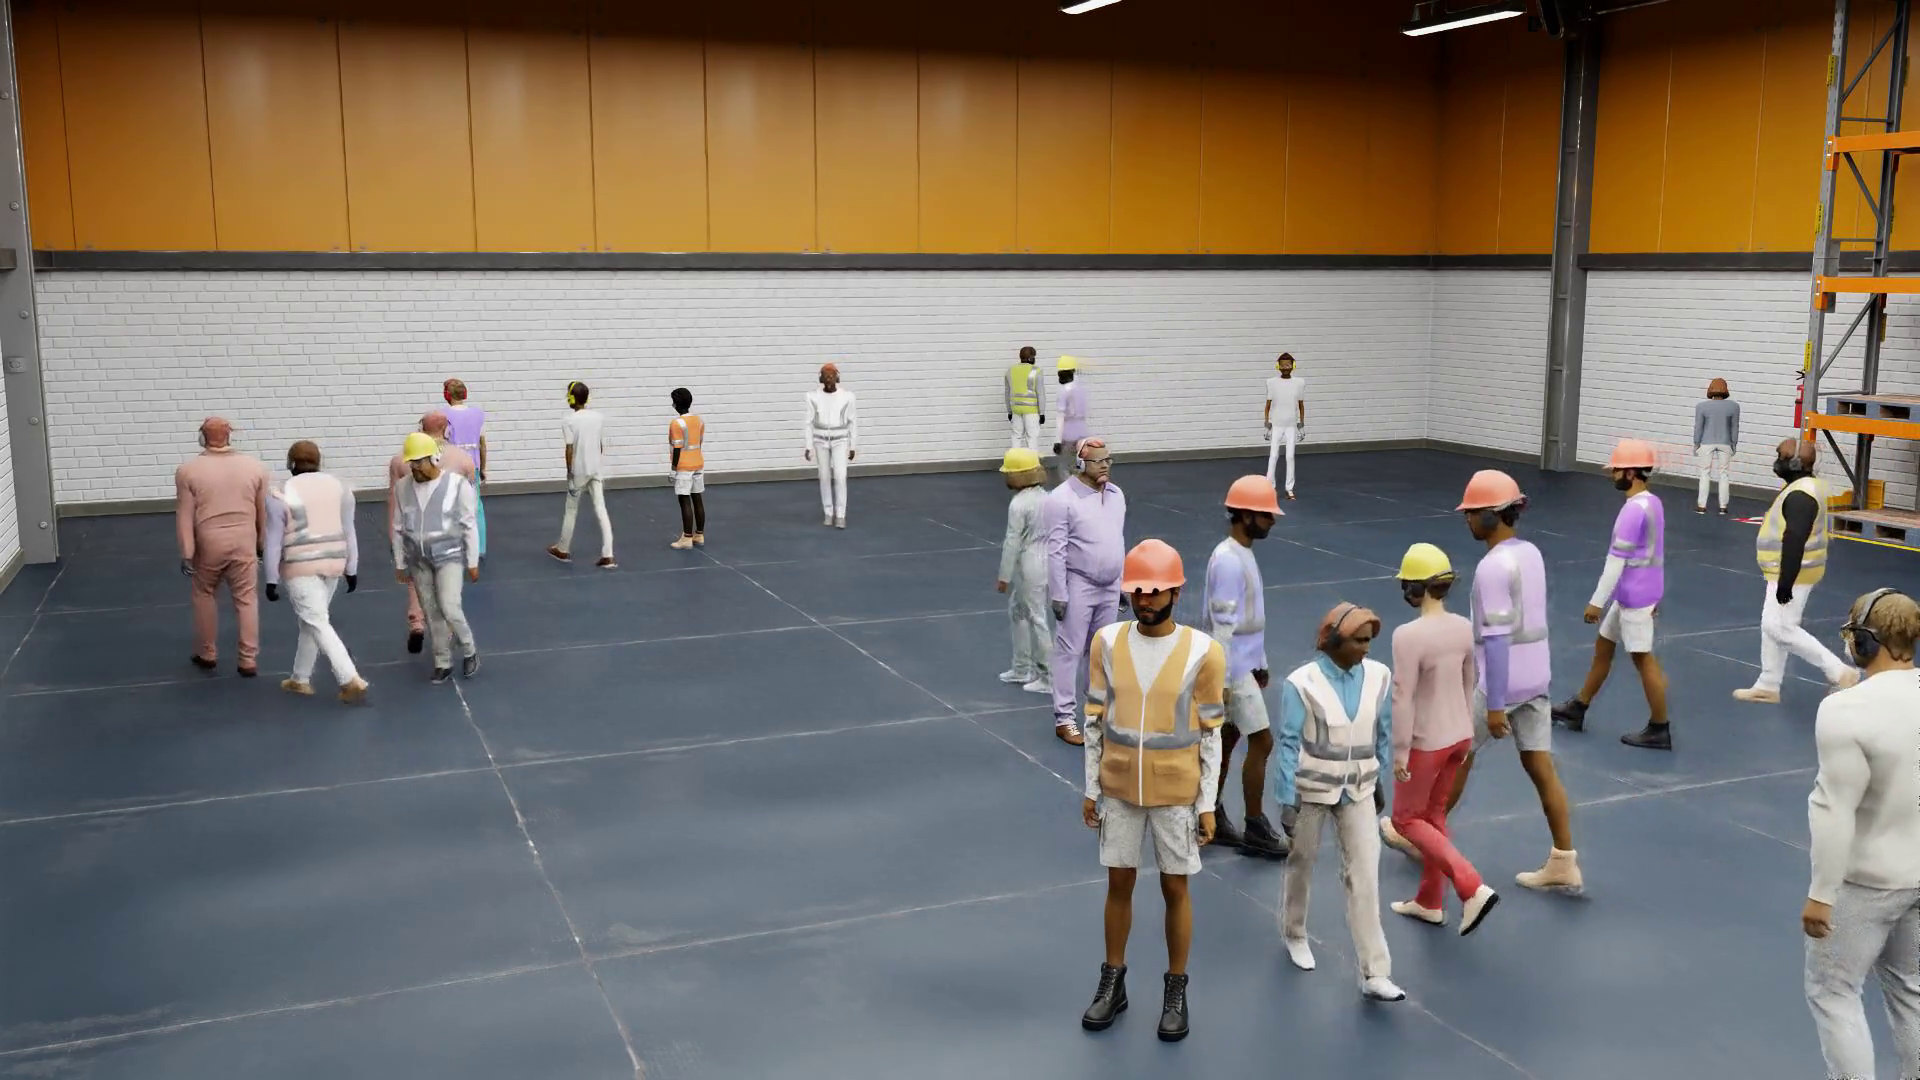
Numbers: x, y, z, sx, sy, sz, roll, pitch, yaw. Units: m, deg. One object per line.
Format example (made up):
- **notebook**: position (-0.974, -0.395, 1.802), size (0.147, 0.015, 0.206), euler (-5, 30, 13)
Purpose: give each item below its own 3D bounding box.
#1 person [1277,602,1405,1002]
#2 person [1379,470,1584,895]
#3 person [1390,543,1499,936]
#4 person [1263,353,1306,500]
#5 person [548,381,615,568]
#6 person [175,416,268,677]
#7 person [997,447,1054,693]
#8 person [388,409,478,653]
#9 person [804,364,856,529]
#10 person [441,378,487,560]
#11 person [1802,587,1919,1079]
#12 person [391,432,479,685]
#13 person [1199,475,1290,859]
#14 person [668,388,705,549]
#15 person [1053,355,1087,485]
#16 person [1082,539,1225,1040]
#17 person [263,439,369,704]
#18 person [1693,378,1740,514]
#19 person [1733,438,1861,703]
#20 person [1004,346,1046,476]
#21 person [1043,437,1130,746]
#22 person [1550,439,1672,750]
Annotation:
- **person**: position (1.547, 1.060, 6.739), size (0.543, 1.593, 0.861), euler (-2, 10, -12)
- **person**: position (2.550, 0.666, 7.951), size (1.073, 1.985, 0.644), euler (9, 13, 42)
- **person**: position (2.122, 0.893, 7.314), size (0.554, 1.741, 0.592), euler (-8, 12, -39)
- **person**: position (4.114, -1.438, 21.077), size (0.521, 1.870, 0.319), euler (1, 9, 8)
- **person**: position (-3.738, -0.649, 16.432), size (0.494, 1.821, 0.981), euler (-9, 13, -43)
- **person**: position (-5.394, 0.036, 12.130), size (0.672, 1.871, 0.873), euler (-8, 12, -39)
- **person**: position (0.411, 0.208, 11.525), size (0.658, 1.713, 0.504), euler (5, 11, 27)
- **person**: position (-3.981, -0.047, 12.636), size (0.651, 1.883, 0.445), euler (-1, 9, -8)
- **person**: position (-1.468, -1.043, 18.738), size (0.582, 1.850, 0.854), euler (0, 9, 0)
- **person**: position (-4.971, -0.685, 16.593), size (0.373, 1.840, 0.571), euler (9, 13, 42)
- **person**: position (3.053, 1.118, 5.490), size (0.648, 1.914, 0.480), euler (-4, 10, -24)
- **person**: position (-3.703, 0.137, 11.743), size (0.601, 1.805, 0.426), euler (1, 9, 9)
- **person**: position (1.509, 0.633, 8.352), size (0.654, 1.920, 0.578), euler (2, 10, 14)
- **person**: position (-2.871, -0.750, 17.438), size (0.320, 1.692, 0.531), euler (4, 10, 23)
- **person**: position (1.342, -1.249, 19.818), size (0.522, 1.913, 0.593), euler (5, 11, 27)
- **person**: position (0.728, 0.952, 6.380), size (0.543, 1.939, 0.361), euler (3, 10, 20)
- **person**: position (-4.361, 0.221, 11.300), size (0.906, 1.793, 0.641), euler (6, 11, 33)
- **person**: position (9.017, -1.119, 19.856), size (0.497, 1.632, 0.289), euler (3, 10, 15)
- **person**: position (5.612, 0.235, 11.066), size (0.668, 1.828, 0.629), euler (5, 10, 26)
- **person**: position (0.937, -1.796, 23.335), size (0.633, 1.839, 0.429), euler (6, 11, 34)
- **person**: position (0.821, 0.307, 10.383), size (0.638, 1.910, 0.407), euler (-8, 12, -40)
- **person**: position (4.026, 0.328, 10.300), size (0.923, 1.899, 0.548), euler (5, 11, 29)
